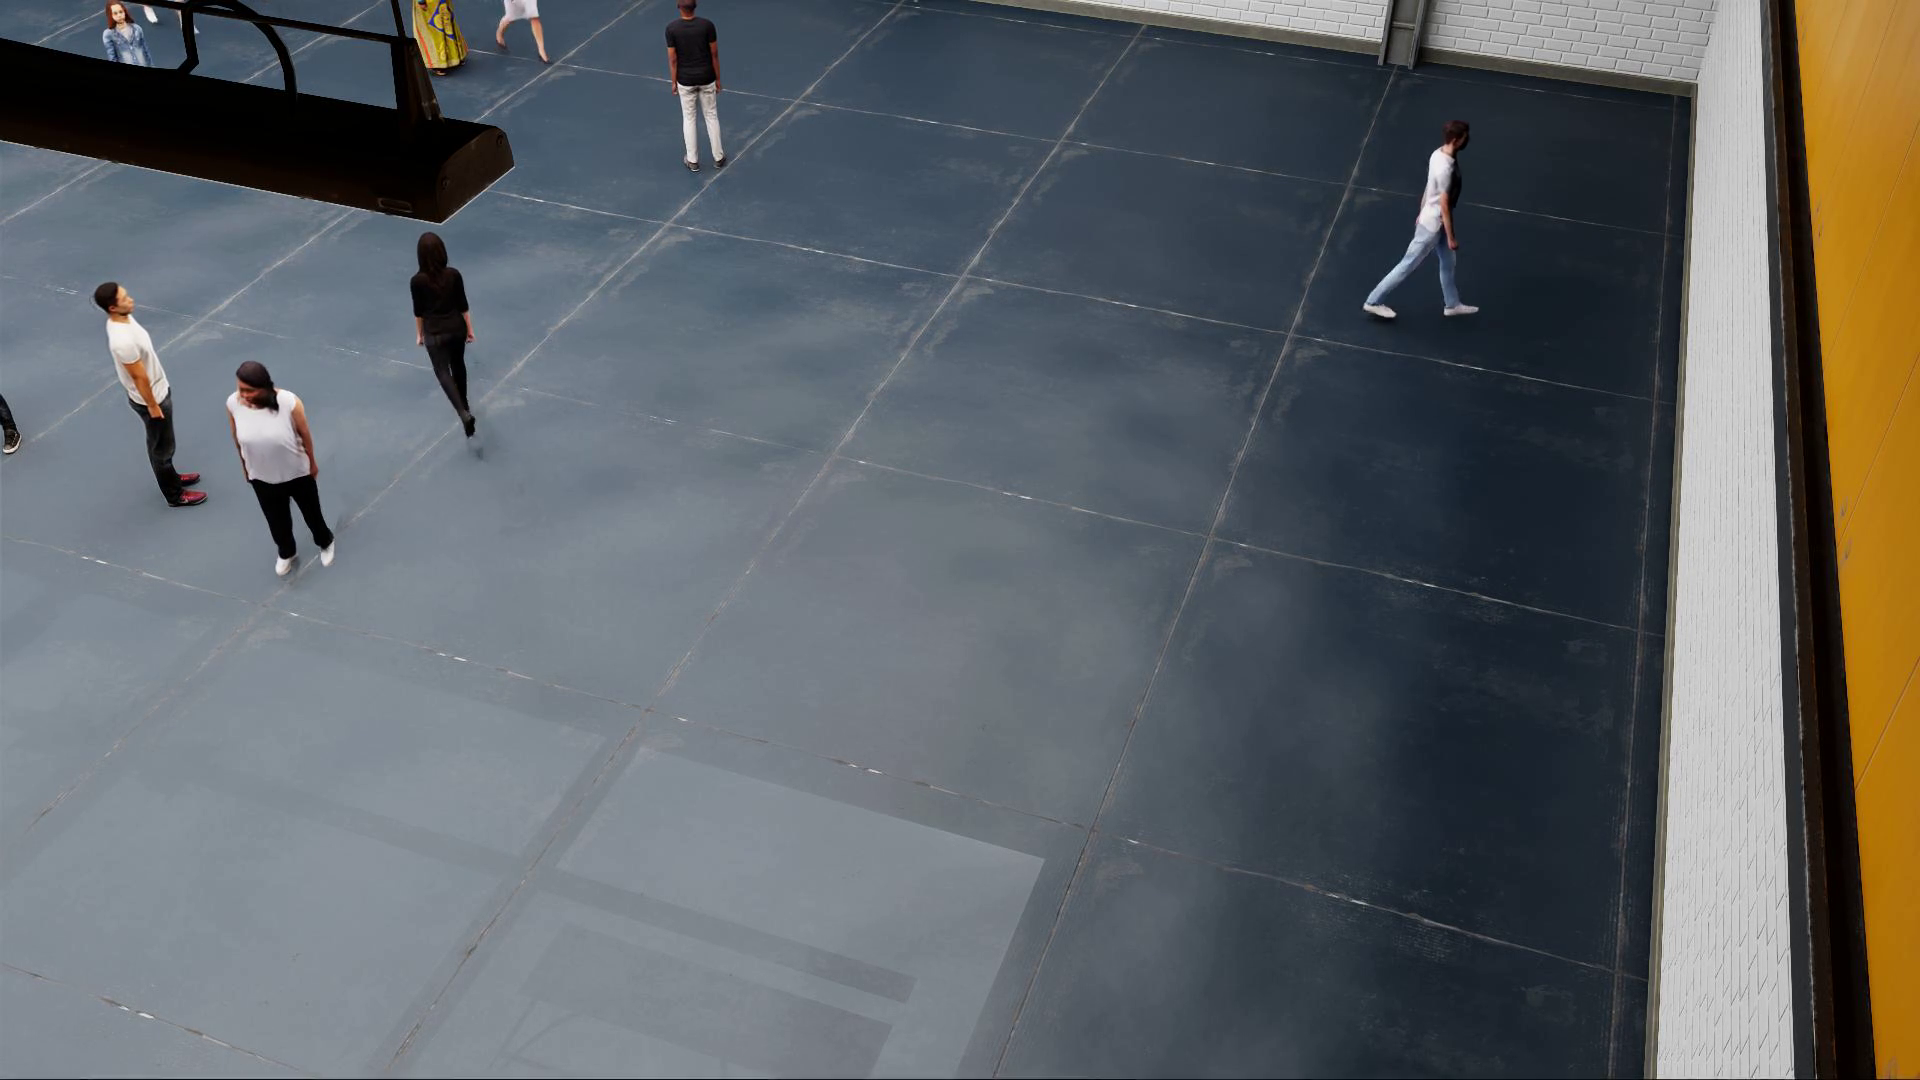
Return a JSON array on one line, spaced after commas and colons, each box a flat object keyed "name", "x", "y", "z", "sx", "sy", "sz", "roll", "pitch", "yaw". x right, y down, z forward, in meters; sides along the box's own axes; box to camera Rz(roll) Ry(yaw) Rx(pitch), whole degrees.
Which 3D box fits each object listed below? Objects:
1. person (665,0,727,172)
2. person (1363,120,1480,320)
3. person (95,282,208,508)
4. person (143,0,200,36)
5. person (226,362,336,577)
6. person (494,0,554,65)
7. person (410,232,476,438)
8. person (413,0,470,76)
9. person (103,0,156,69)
[{"name": "person", "x": -2.592, "y": -4.507, "z": 16.331, "sx": 0.730, "sy": 1.805, "sz": 0.819, "roll": -10, "pitch": 40, "yaw": -12}, {"name": "person", "x": 3.882, "y": -2.629, "z": 13.981, "sx": 1.235, "sy": 1.805, "sz": 0.744, "roll": 8, "pitch": 39, "yaw": 10}, {"name": "person", "x": -5.886, "y": -1.064, "z": 12.022, "sx": 0.771, "sy": 1.803, "sz": 0.700, "roll": -18, "pitch": 42, "yaw": -21}, {"name": "person", "x": -9.331, "y": -6.713, "z": 19.166, "sx": 1.201, "sy": 1.716, "sz": 0.760, "roll": 23, "pitch": 44, "yaw": 26}, {"name": "person", "x": -4.668, "y": -0.521, "z": 11.424, "sx": 0.693, "sy": 1.702, "sz": 0.815, "roll": -3, "pitch": 39, "yaw": -3}, {"name": "person", "x": -4.987, "y": -6.158, "z": 18.467, "sx": 1.136, "sy": 1.720, "sz": 0.799, "roll": 26, "pitch": 46, "yaw": 29}, {"name": "person", "x": -3.931, "y": -1.548, "z": 12.776, "sx": 0.923, "sy": 1.619, "sz": 1.053, "roll": -22, "pitch": 44, "yaw": -25}, {"name": "person", "x": -5.802, "y": -5.998, "z": 18.315, "sx": 0.827, "sy": 1.659, "sz": 0.896, "roll": 19, "pitch": 42, "yaw": 22}, {"name": "person", "x": -8.383, "y": -4.755, "z": 16.904, "sx": 0.633, "sy": 1.477, "sz": 0.633, "roll": -32, "pitch": 48, "yaw": -33}]
